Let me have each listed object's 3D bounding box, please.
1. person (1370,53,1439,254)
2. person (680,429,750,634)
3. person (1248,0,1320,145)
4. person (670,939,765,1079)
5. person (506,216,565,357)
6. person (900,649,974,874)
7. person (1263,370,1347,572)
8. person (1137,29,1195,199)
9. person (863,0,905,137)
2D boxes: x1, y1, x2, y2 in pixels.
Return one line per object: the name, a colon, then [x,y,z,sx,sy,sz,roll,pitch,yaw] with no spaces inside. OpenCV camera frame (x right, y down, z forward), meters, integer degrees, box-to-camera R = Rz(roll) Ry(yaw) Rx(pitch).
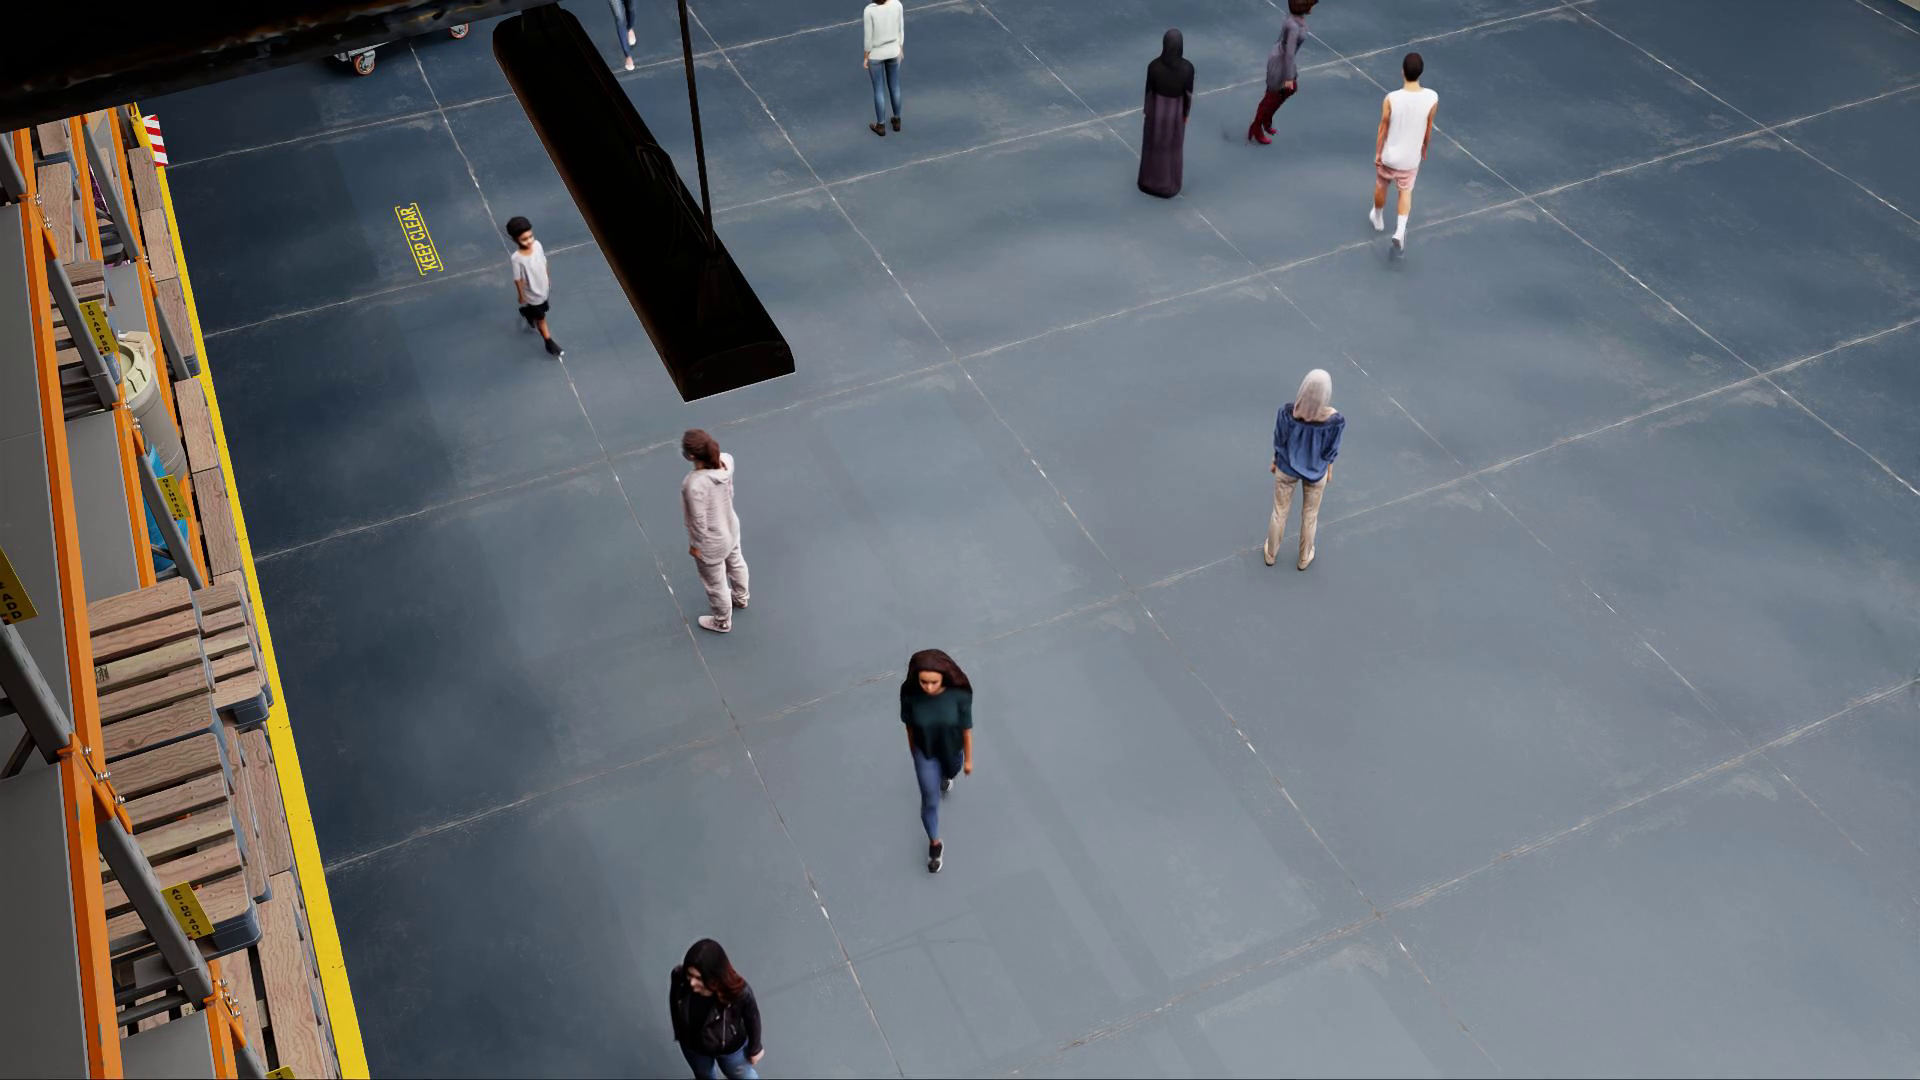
person: [3.876,-3.364,14.569,0.967,1.768,1.128,4,44,4]
person: [-1.640,-0.078,11.174,0.776,1.692,0.729,17,46,17]
person: [3.014,-4.534,15.860,0.868,1.681,0.810,7,44,8]
person: [-1.239,2.534,8.474,0.719,1.633,0.774,13,45,14]
person: [-3.533,-2.118,13.640,0.870,1.246,0.691,31,51,28]
person: [-0.112,1.177,9.932,0.870,1.589,1.137,-1,44,-1]
person: [2.382,-0.484,11.596,0.712,1.698,0.753,9,44,10]
person: [1.884,-3.928,15.272,0.710,1.614,0.751,4,44,4]
person: [-0.736,-4.711,16.071,0.577,1.645,0.492,-20,47,-19]
